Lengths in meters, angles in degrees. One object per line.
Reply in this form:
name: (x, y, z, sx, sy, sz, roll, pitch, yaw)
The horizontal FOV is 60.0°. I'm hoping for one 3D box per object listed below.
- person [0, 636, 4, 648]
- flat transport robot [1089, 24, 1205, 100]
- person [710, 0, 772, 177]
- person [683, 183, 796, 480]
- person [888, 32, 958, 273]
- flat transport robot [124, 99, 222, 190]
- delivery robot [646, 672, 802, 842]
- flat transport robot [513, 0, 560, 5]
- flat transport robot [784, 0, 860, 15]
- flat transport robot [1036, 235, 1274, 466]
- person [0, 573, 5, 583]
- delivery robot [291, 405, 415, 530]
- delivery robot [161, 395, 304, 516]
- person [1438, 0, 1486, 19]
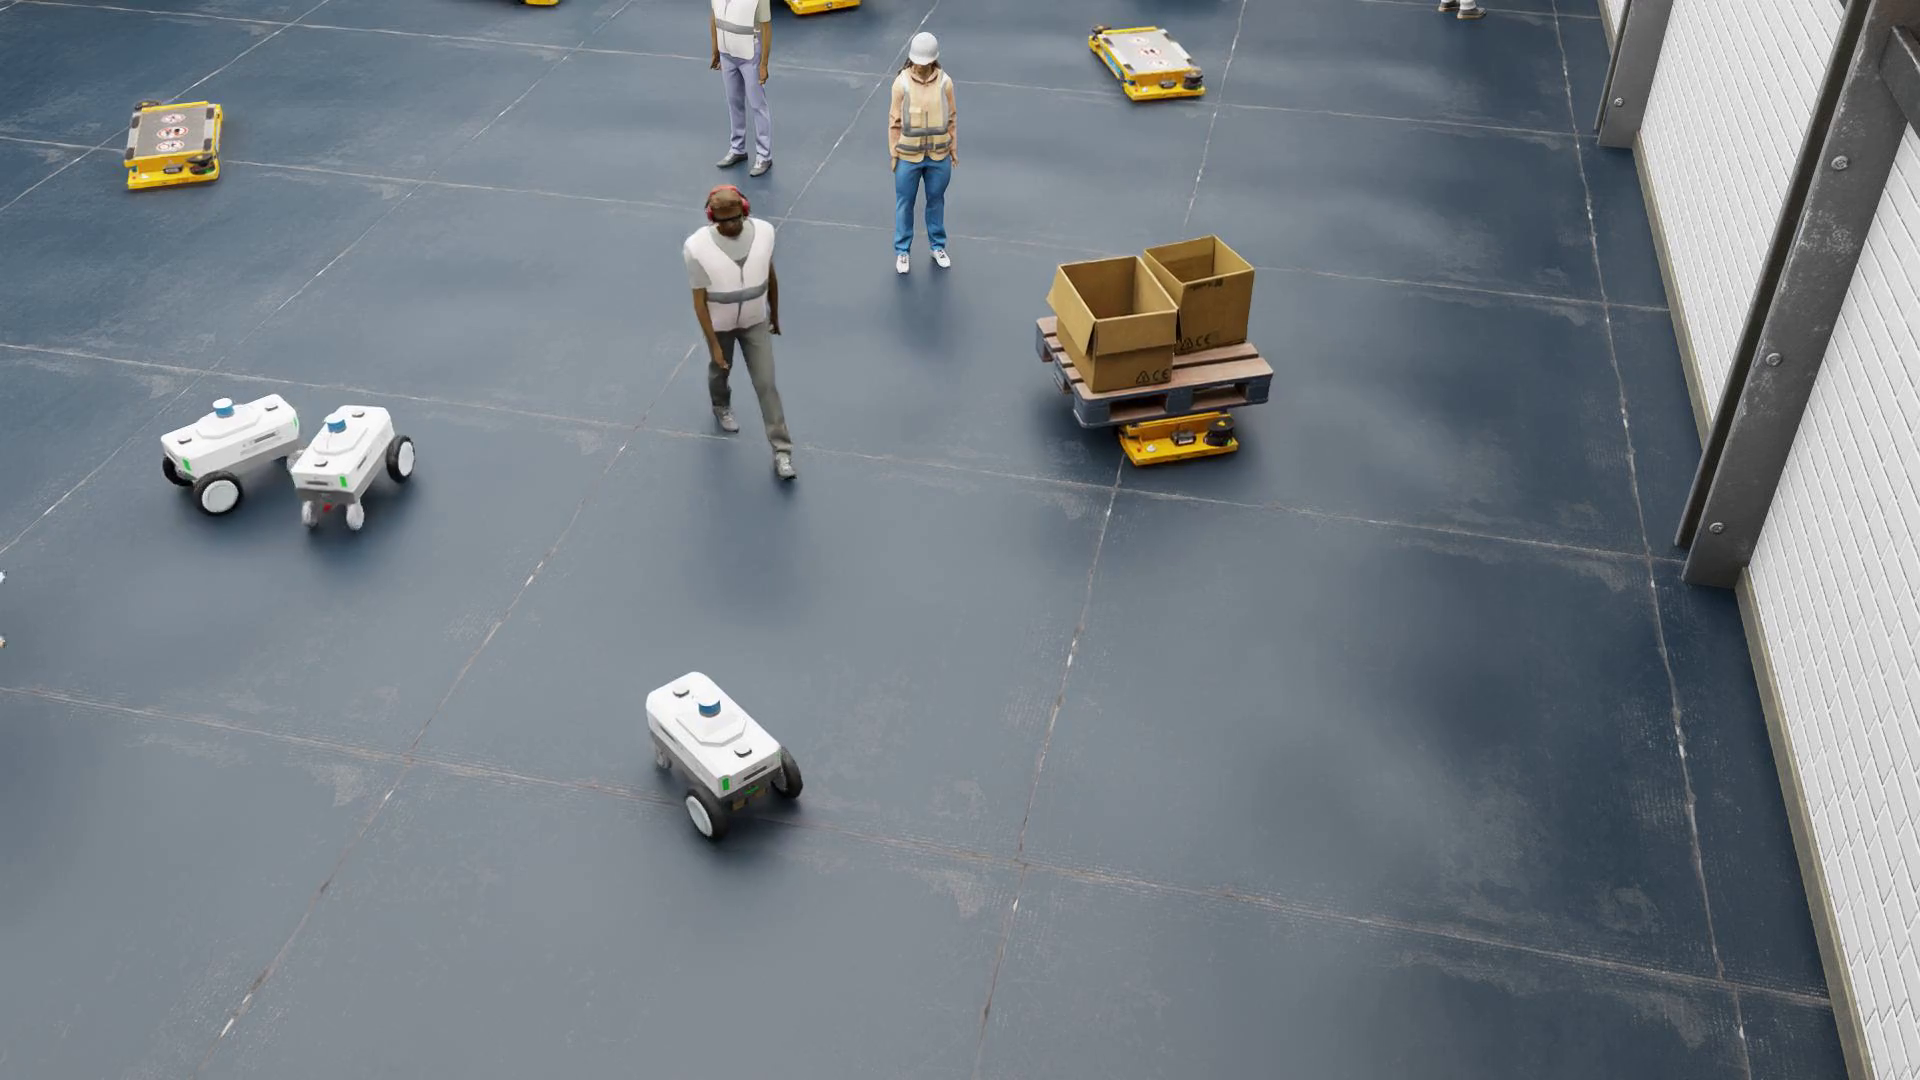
person: (-5.147, -0.052, 8.083, 0.494, 1.708, 0.499, 11, 38, 14)
flat transport robot: (1.673, -4.327, 15.009, 0.659, 0.231, 1.431, -7, 37, -10)
person: (-1.690, -3.766, 12.941, 0.565, 1.846, 0.390, 21, 42, 25)
person: (-1.293, -1.260, 9.654, 0.565, 1.783, 1.008, -17, 40, -21)
person: (-0.261, -2.714, 11.635, 0.485, 1.725, 0.372, -8, 38, -11)
flat transport robot: (-6.407, -3.257, 13.577, 0.659, 0.231, 1.431, -11, 38, -15)
delivery robot: (-1.131, 0.956, 7.695, 0.499, 0.589, 0.784, -27, 44, -31)
flat transport robot: (-4.587, -5.640, 16.766, 1.431, 0.231, 0.659, 10, 38, 14)
flat transport robot: (-1.594, -5.638, 16.763, 0.659, 0.231, 1.431, -16, 40, -21)
flat transport robot: (1.176, -0.954, 10.496, 0.659, 0.231, 1.431, -9, 38, -12)
person: (-5.690, -0.439, 8.616, 0.905, 1.687, 0.522, 0, 37, 0)
delivery robot: (-3.538, -0.455, 9.583, 0.499, 0.587, 0.769, 4, 37, 5)
delivery robot: (-4.234, -0.555, 9.698, 0.745, 0.565, 0.499, -29, 46, -33)
person: (4.902, -5.945, 15.826, 0.360, 1.884, 0.572, -18, 40, -22)
